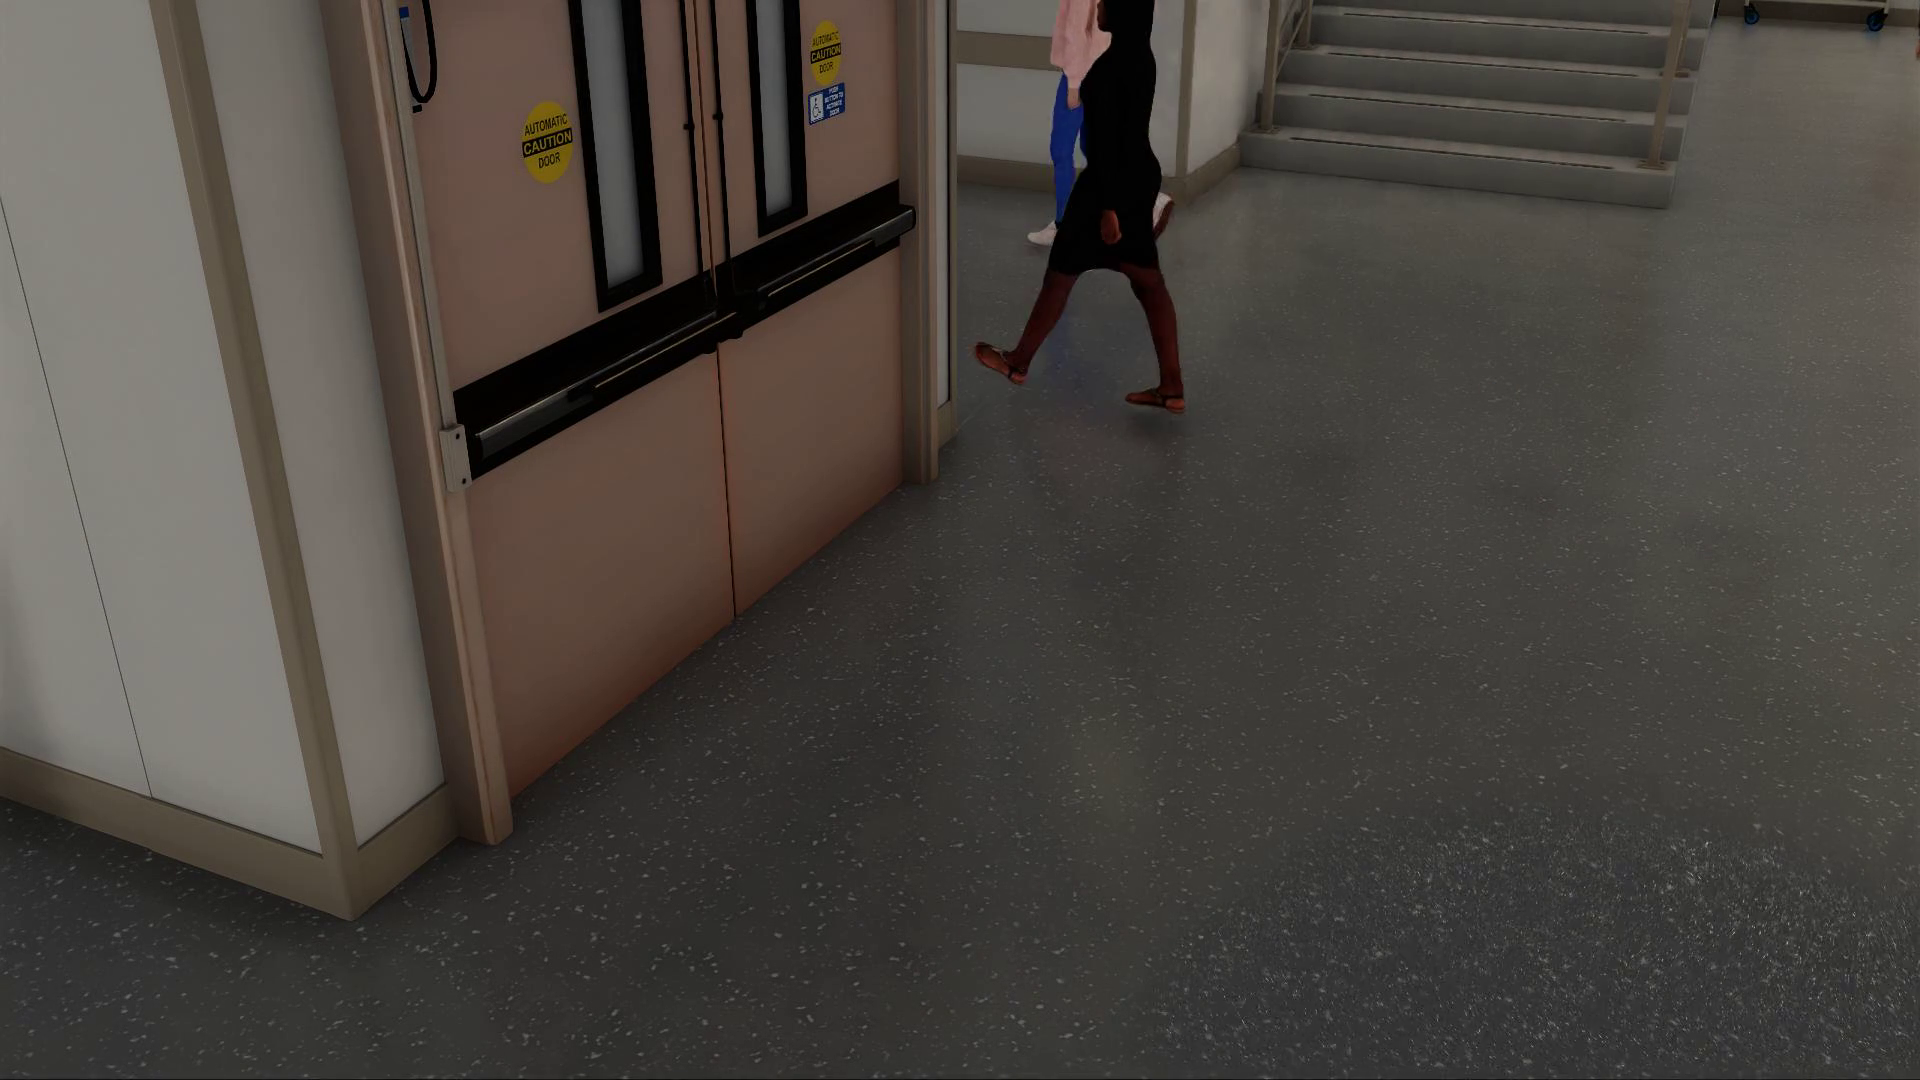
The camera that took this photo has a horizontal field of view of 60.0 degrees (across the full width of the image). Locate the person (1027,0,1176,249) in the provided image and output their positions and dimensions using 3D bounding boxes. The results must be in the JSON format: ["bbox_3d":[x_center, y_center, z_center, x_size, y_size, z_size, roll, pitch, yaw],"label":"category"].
[{"bbox_3d":[0.738,-2.314,8.488,0.756,1.750,0.969,13,29,26],"label":"person"}]

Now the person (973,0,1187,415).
[{"bbox_3d":[0.689,-1.273,6.421,0.729,1.670,1.096,13,29,25],"label":"person"}]
